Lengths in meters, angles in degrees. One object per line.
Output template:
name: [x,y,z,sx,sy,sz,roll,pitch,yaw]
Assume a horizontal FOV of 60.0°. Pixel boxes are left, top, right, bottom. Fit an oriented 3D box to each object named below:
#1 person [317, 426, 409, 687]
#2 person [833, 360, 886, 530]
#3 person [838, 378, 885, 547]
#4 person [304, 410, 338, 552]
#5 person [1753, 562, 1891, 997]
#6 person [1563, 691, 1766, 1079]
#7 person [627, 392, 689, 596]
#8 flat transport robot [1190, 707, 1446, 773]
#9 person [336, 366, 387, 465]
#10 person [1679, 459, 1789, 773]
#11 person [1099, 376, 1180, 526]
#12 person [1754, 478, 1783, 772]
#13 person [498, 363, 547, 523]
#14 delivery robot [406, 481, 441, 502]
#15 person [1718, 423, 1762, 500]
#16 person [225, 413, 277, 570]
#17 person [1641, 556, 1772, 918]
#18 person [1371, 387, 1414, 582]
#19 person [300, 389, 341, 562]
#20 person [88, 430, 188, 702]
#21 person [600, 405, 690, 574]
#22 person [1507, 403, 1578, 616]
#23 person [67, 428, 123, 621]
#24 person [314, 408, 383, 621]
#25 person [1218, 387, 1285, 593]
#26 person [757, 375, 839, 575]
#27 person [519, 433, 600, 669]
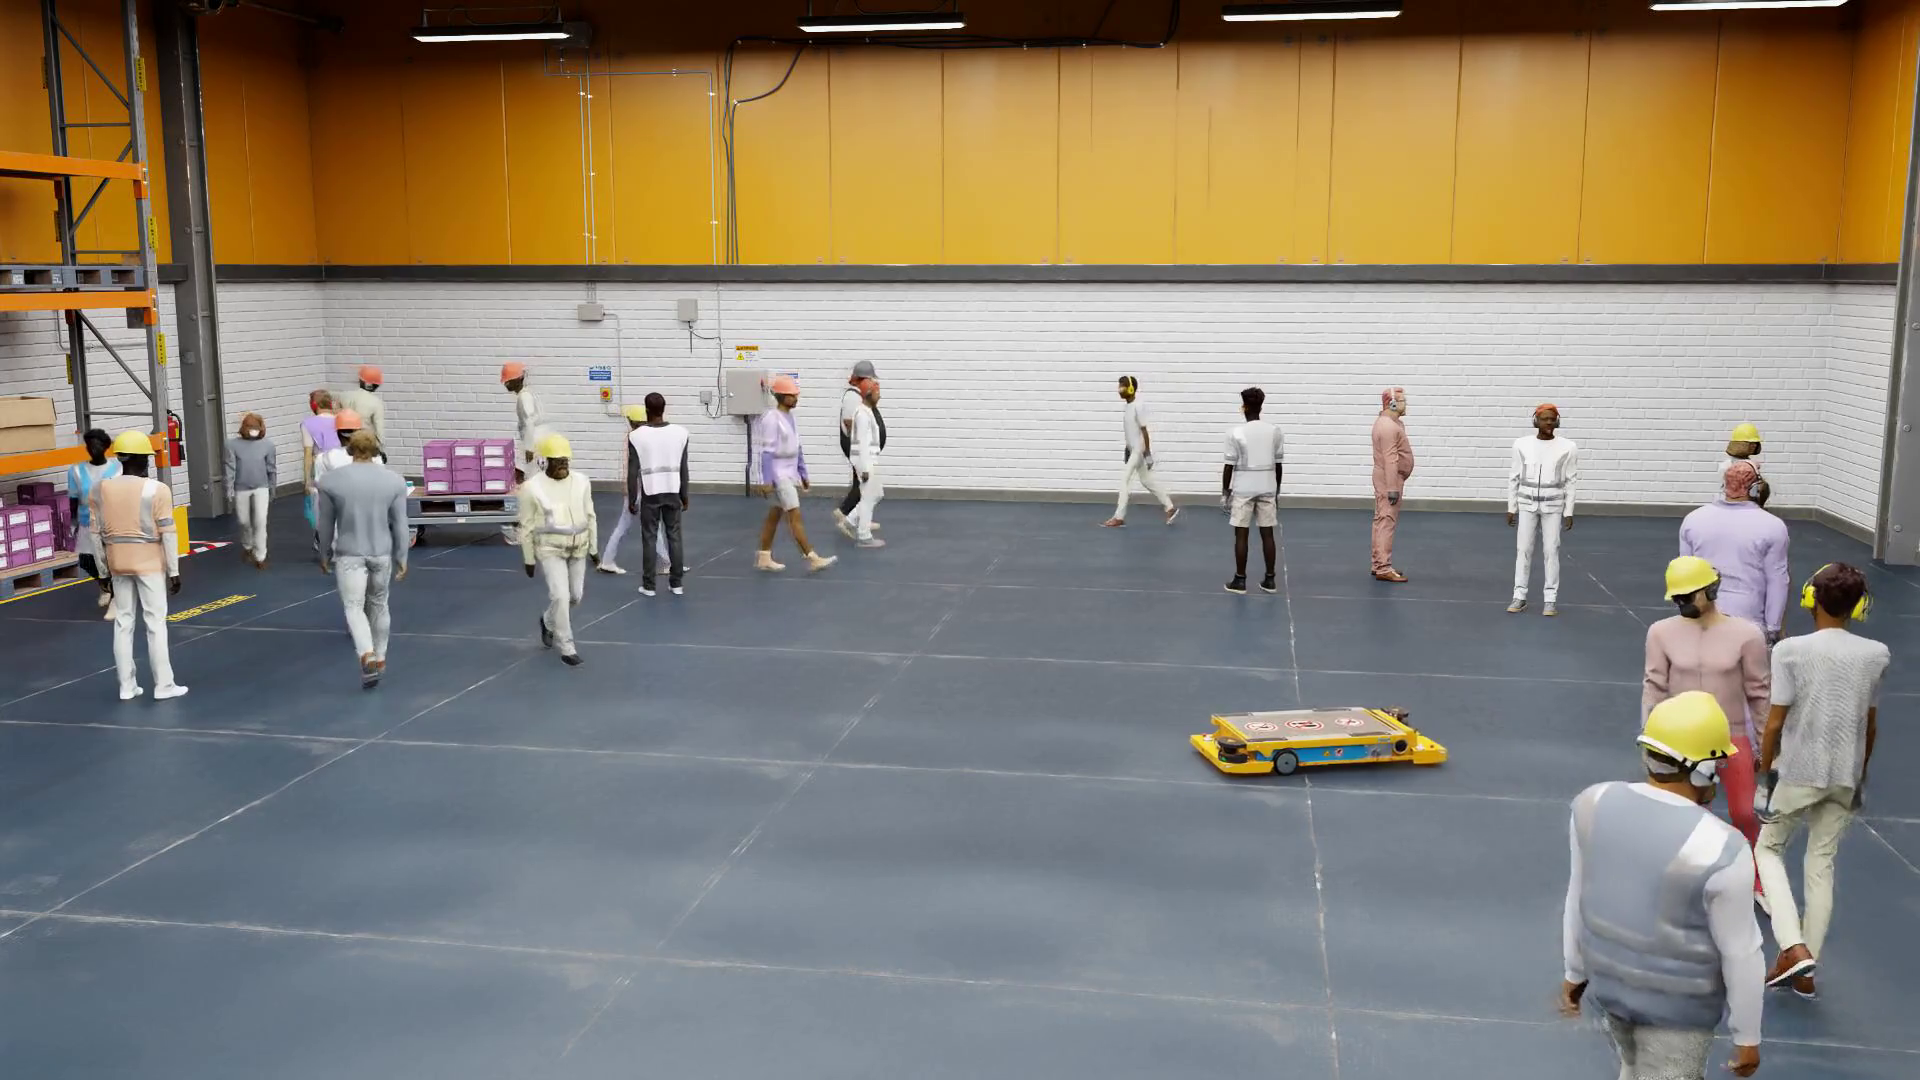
person: [-4.394,0.111,12.312,0.630,1.910,0.886,-5,10,-28]
person: [-1.126,-1.109,19.451,0.538,2.000,0.698,1,9,5]
person: [-1.042,-0.846,18.340,0.455,1.872,0.603,0,9,-3]
person: [-6.672,-0.593,17.644,0.900,1.585,0.524,7,11,37]
person: [3.572,1.010,6.942,0.525,1.843,0.444,0,9,2]
person: [2.125,1.336,4.977,0.497,1.812,0.616,-5,10,-28]
person: [-2.826,-0.427,15.612,0.593,1.918,0.418,-5,10,-26]
flat transport robot: [2.219,1.237,10.369,1.431,0.197,0.652,-2,9,-11]
person: [-7.078,-1.091,19.693,0.691,1.935,0.656,5,10,26]
person: [4.707,0.460,10.131,0.399,1.909,0.642,-8,12,-41]
person: [2.187,-1.057,19.867,0.973,1.818,0.556,-1,9,-8]
person: [4.862,0.500,10.201,0.512,1.814,0.928,-6,11,-35]
person: [-5.263,-1.171,20.191,1.189,1.927,0.621,-2,9,-13]
delivery robot: [-6.503,-0.450,19.666,0.707,0.478,0.477,-7,12,-38]
person: [6.702,-0.134,14.321,0.484,1.745,0.297,-6,11,-35]
person: [-7.309,-0.520,17.178,0.512,1.610,0.757,-4,10,-23]
person: [3.538,0.923,7.823,0.637,1.719,0.396,5,10,28]
person: [4.256,-0.552,16.396,0.411,1.913,0.643,1,9,7]
person: [-6.576,-0.646,17.272,0.494,1.813,0.615,5,11,31]
person: [-5.811,0.187,11.766,0.591,1.923,0.381,0,9,2]
person: [-3.208,-0.496,16.644,0.899,1.721,0.528,-1,9,-9]
person: [5.143,-0.272,14.742,0.583,1.883,0.350,5,10,28]
person: [-7.497,-0.149,14.562,0.548,1.686,0.448,-2,9,-10]
person: [-5.122,-0.154,13.986,0.558,1.903,0.941,-4,10,-24]
person: [2.760,-0.471,15.750,0.645,1.961,0.370,-2,9,-12]
person: [-1.637,-0.642,16.663,0.983,2.000,0.635,3,10,16]
person: [-3.141,0.057,12.950,0.591,1.809,0.794,-9,13,-43]
